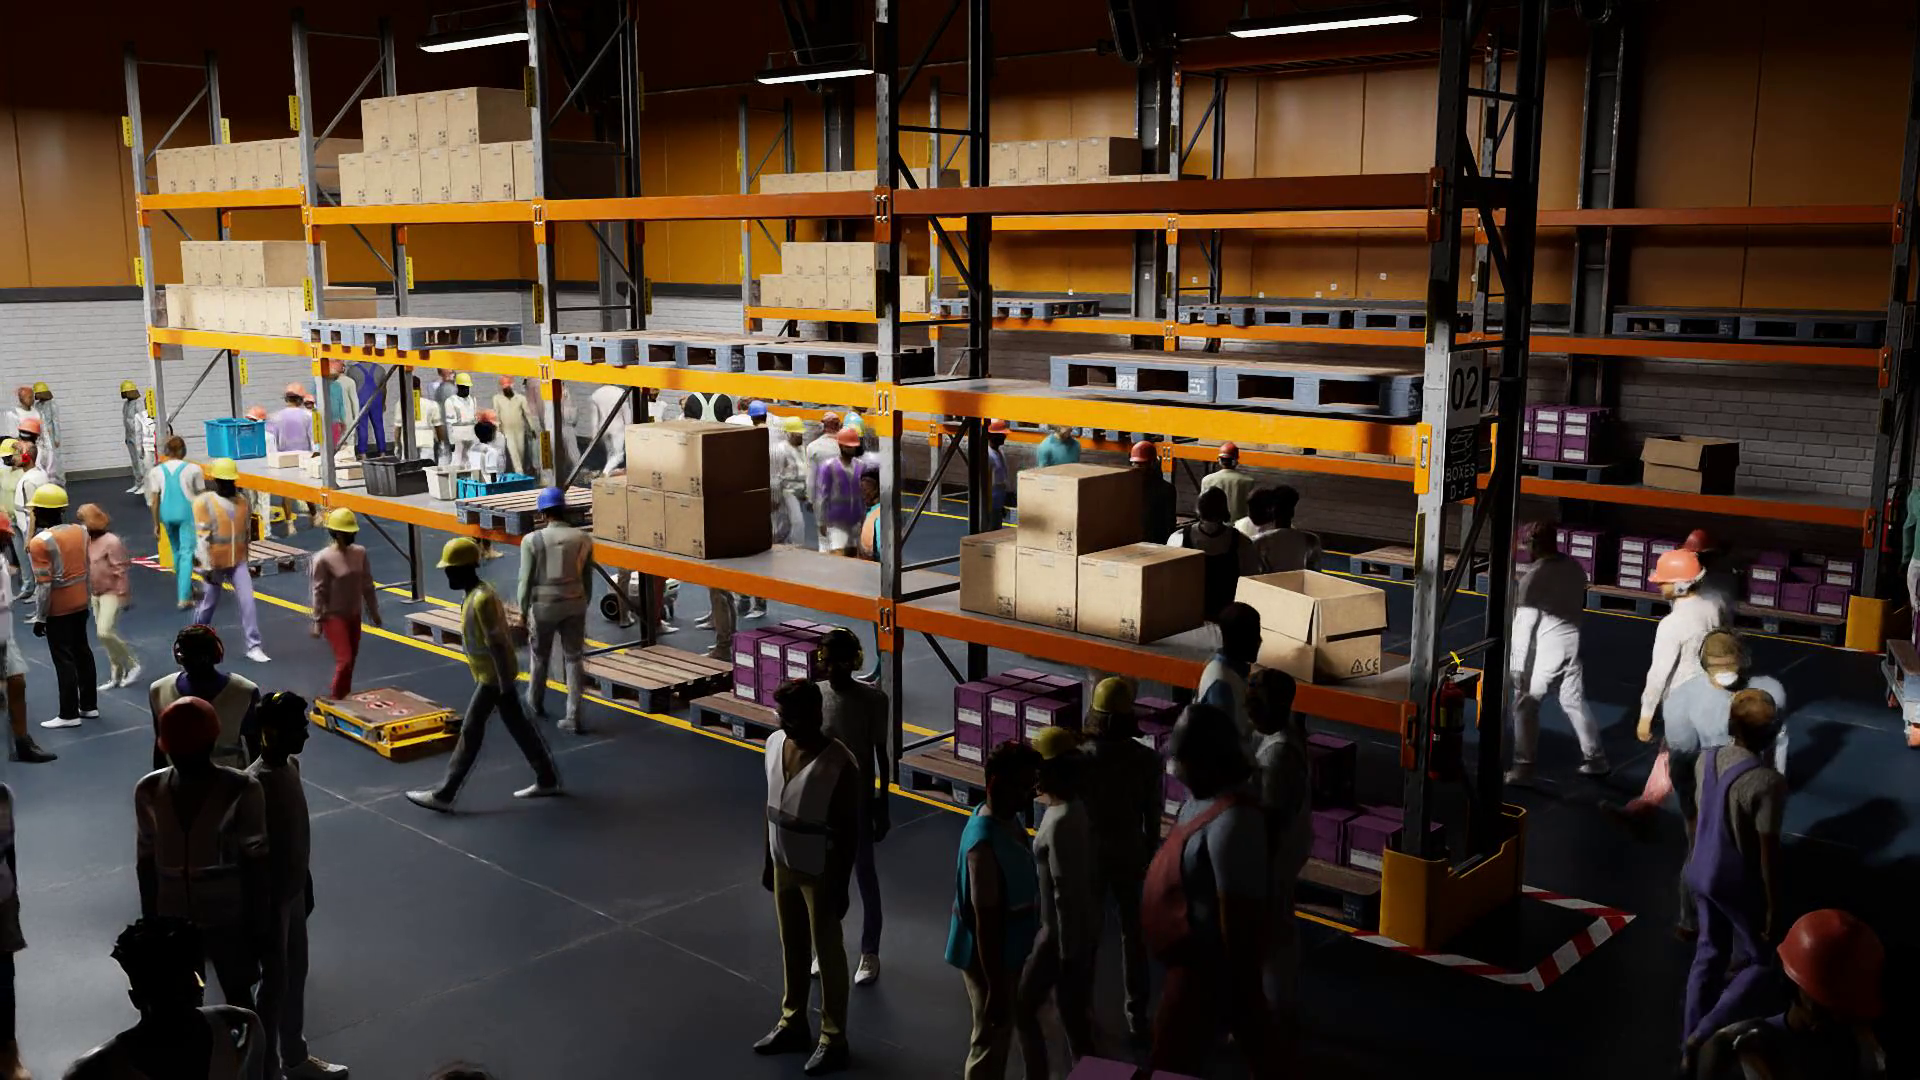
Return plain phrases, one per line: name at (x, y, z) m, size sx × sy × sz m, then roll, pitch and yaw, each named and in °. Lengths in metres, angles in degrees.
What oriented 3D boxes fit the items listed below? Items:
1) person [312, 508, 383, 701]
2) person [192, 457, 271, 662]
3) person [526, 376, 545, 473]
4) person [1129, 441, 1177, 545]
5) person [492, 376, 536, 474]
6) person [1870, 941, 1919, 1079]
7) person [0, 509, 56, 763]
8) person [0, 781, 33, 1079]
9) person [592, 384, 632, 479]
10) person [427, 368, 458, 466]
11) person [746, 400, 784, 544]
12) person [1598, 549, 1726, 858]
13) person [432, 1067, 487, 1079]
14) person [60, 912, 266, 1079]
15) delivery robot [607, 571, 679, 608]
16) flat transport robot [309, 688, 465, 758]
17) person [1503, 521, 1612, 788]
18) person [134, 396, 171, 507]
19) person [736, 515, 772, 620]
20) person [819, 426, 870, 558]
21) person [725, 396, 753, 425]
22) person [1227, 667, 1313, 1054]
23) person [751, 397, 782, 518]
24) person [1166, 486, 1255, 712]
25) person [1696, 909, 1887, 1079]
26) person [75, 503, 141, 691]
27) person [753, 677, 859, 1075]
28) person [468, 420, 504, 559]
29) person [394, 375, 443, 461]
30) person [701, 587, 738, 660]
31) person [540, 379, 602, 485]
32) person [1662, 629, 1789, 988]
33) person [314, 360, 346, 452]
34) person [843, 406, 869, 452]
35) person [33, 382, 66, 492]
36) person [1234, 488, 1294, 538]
person at (-4.827, 0.609, 13.084) m, size 0.507 × 1.747 × 0.541 m, roll 4°, pitch 11°, yaw 24°
person at (-6.749, 0.165, 15.220) m, size 0.954 × 1.891 × 0.593 m, roll 7°, pitch 12°, yaw 35°
person at (-7.054, -2.084, 27.794) m, size 0.370 × 1.932 × 0.626 m, roll -5°, pitch 11°, yaw -26°
person at (1.696, 0.072, 15.412) m, size 0.613 × 1.994 × 0.381 m, roll 5°, pitch 11°, yaw 25°
person at (-7.222, -1.819, 26.938) m, size 0.656 × 1.706 × 0.704 m, roll -2°, pitch 10°, yaw -13°
person at (2.497, 2.026, 4.455) m, size 0.608 × 1.963 × 0.374 m, roll -6°, pitch 12°, yaw -30°
person at (-7.183, 0.709, 12.170) m, size 0.963 × 1.879 × 0.594 m, roll 1°, pitch 10°, yaw 7°
person at (-4.539, 1.624, 7.510) m, size 0.692 × 1.677 × 0.543 m, roll 6°, pitch 12°, yaw 32°
person at (-5.349, -1.670, 25.502) m, size 0.626 × 1.911 × 0.840 m, roll 4°, pitch 11°, yaw 21°
person at (-8.472, -2.022, 27.383) m, size 0.617 × 1.946 × 0.396 m, roll -9°, pitch 13°, yaw -40°
person at (-2.357, -0.727, 20.133) m, size 0.579 × 1.923 × 0.630 m, roll 9°, pitch 13°, yaw 41°
person at (4.372, 1.011, 10.248) m, size 0.640 × 1.938 × 1.011 m, roll -8°, pitch 13°, yaw -38°
person at (-1.219, 2.179, 4.054) m, size 0.637 × 1.794 × 0.962 m, roll -2°, pitch 10°, yaw -9°
person at (-2.197, 1.981, 4.698) m, size 0.361 × 1.963 × 0.612 m, roll 7°, pitch 12°, yaw 35°
delivery robot at (-3.215, 0.484, 16.889) m, size 0.707 × 0.478 × 0.477 m, roll 4°, pitch 11°, yaw 20°
flat transport robot at (-4.430, 1.380, 12.888) m, size 0.652 × 0.197 × 1.431 m, roll -10°, pitch 14°, yaw -43°
person at (4.169, 0.808, 11.609) m, size 0.858 × 1.878 × 0.545 m, roll -6°, pitch 12°, yaw -32°
person at (-11.749, -1.319, 24.269) m, size 0.307 × 1.645 × 0.518 m, roll 10°, pitch 14°, yaw 43°
person at (-2.138, -0.150, 16.927) m, size 0.420 × 1.908 × 0.609 m, roll -8°, pitch 13°, yaw -39°
person at (-1.185, -0.235, 17.367) m, size 0.564 × 1.917 × 0.459 m, roll -7°, pitch 12°, yaw -33°
person at (-2.826, -1.001, 21.943) m, size 0.562 × 1.835 × 0.384 m, roll 2°, pitch 10°, yaw 13°
person at (1.477, 1.495, 7.818) m, size 0.340 × 1.839 × 0.504 m, roll 4°, pitch 11°, yaw 20°
person at (-2.611, -1.026, 21.941) m, size 0.574 × 1.881 × 0.358 m, roll 4°, pitch 11°, yaw 24°
person at (1.848, 0.590, 12.357) m, size 0.675 × 2.000 × 0.536 m, roll 1°, pitch 10°, yaw 5°
person at (2.290, 1.972, 4.562) m, size 0.605 × 2.035 × 0.392 m, roll -3°, pitch 10°, yaw -15°
person at (-7.276, 0.489, 14.113) m, size 0.528 × 1.617 × 0.356 m, roll 5°, pitch 11°, yaw 28°
person at (-0.690, 1.520, 7.672) m, size 0.563 × 1.838 × 0.390 m, roll 9°, pitch 13°, yaw 40°
person at (-5.755, -0.612, 20.148) m, size 0.530 × 1.688 × 0.321 m, roll 9°, pitch 14°, yaw 42°
person at (-7.711, -1.365, 23.666) m, size 0.649 × 1.953 × 0.401 m, roll -4°, pitch 11°, yaw -22°
person at (-2.203, 0.143, 15.226) m, size 0.377 × 1.917 × 0.600 m, roll 1°, pitch 10°, yaw 8°
person at (-6.233, -1.881, 26.328) m, size 0.984 × 2.000 × 0.702 m, roll -6°, pitch 12°, yaw -29°
person at (3.928, 1.350, 8.552) m, size 0.668 × 1.870 × 0.863 m, roll 1°, pitch 10°, yaw 8°
person at (-10.225, -1.932, 26.900) m, size 0.458 × 1.949 × 0.681 m, roll 4°, pitch 11°, yaw 20°
person at (-1.274, -0.921, 20.902) m, size 0.392 × 2.038 × 0.611 m, roll -3°, pitch 10°, yaw -16°
person at (-13.871, -1.537, 25.251) m, size 0.486 × 1.736 × 0.322 m, roll 4°, pitch 11°, yaw 20°
person at (2.497, 0.442, 13.904) m, size 0.973 × 1.795 × 0.644 m, roll -9°, pitch 13°, yaw -40°
